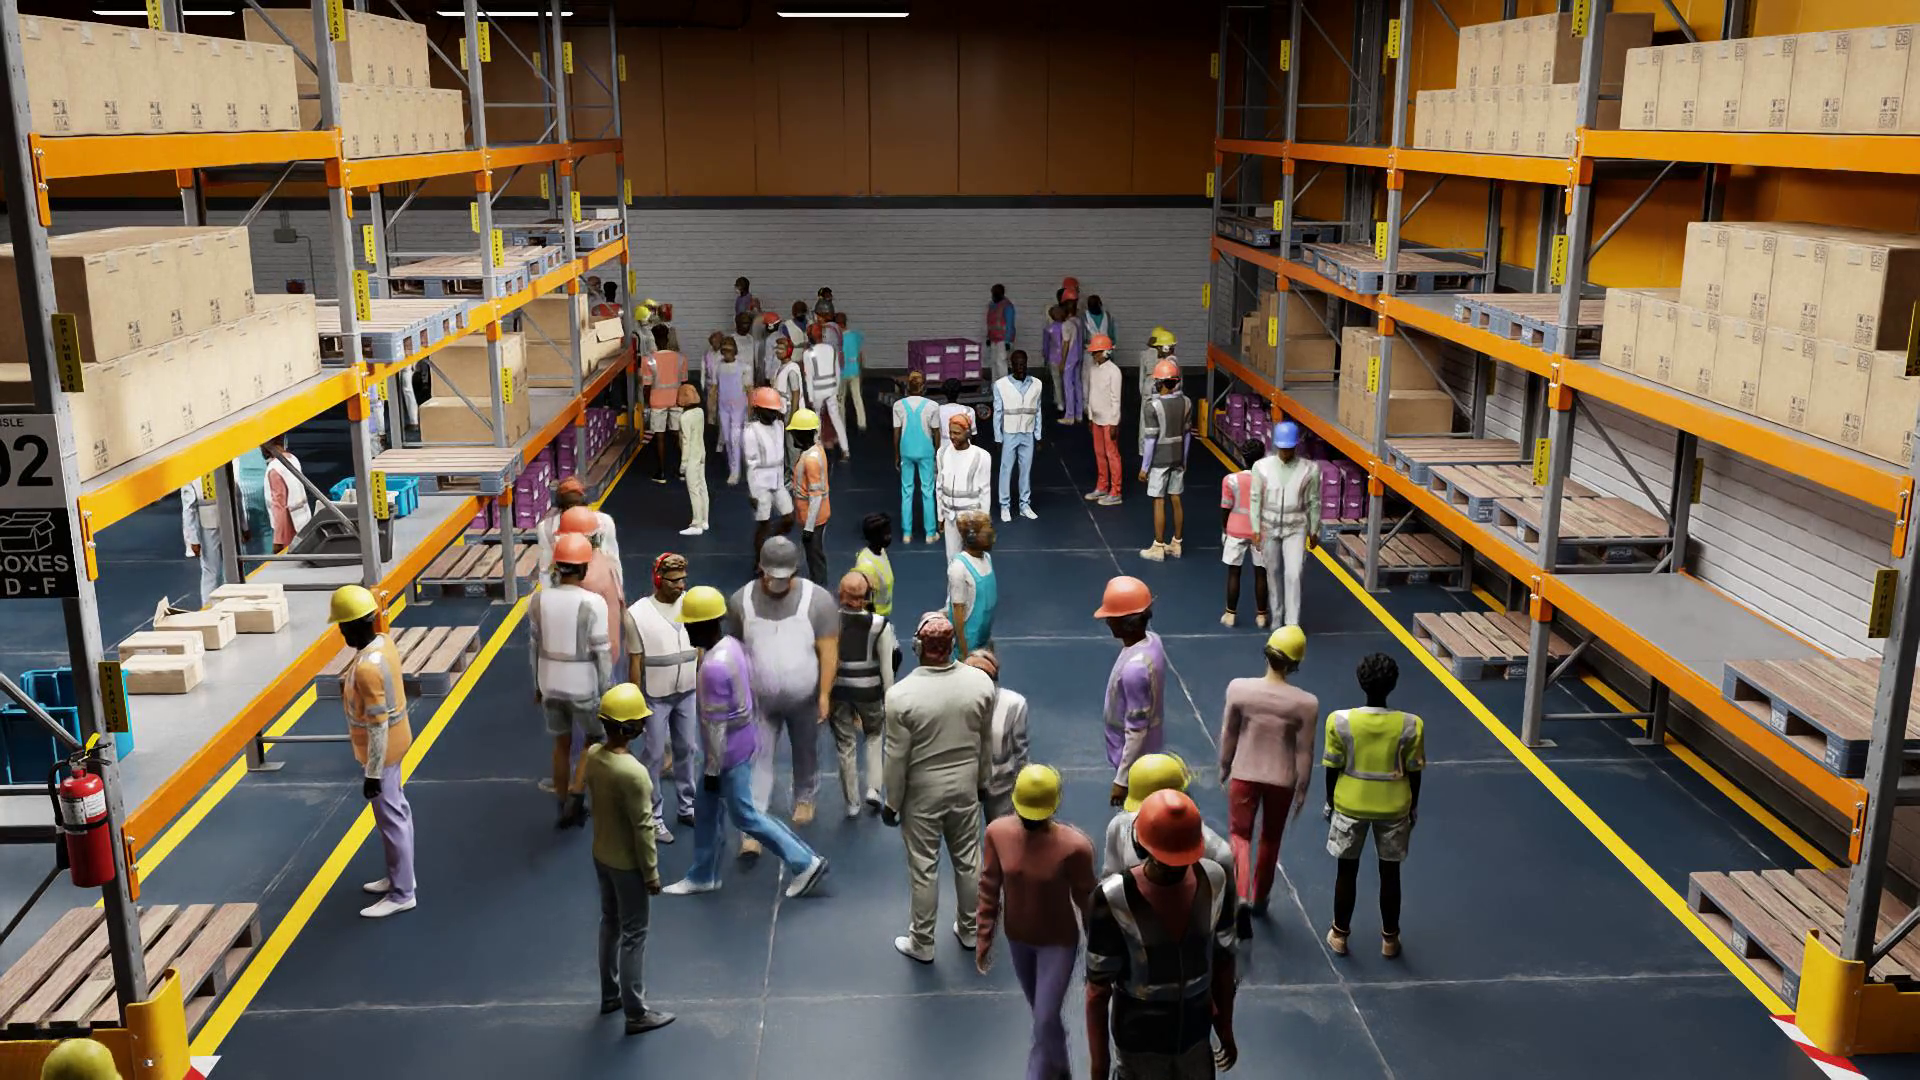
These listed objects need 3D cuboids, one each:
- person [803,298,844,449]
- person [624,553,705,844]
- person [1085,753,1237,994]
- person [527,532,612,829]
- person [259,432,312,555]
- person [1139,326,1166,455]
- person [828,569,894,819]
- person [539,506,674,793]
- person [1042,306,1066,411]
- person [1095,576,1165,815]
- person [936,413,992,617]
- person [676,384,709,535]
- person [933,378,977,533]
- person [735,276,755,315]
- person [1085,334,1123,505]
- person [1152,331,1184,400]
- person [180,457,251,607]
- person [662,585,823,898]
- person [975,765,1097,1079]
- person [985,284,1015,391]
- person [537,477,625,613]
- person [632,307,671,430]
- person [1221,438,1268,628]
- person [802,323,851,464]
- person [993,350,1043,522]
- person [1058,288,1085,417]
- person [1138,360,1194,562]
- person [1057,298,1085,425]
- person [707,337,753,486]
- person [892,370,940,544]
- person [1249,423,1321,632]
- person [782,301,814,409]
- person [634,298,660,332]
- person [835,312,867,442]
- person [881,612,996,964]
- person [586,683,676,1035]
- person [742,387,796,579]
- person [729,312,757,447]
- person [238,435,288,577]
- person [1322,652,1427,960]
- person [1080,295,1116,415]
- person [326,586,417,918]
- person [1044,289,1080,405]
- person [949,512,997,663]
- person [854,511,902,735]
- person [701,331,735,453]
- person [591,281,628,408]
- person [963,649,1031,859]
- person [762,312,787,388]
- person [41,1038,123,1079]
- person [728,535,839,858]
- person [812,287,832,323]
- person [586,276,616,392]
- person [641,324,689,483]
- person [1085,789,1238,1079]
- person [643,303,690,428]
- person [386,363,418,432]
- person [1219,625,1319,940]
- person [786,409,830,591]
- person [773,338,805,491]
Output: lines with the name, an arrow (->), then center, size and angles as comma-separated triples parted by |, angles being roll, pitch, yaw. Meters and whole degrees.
person -> -1.862, -2.266, 22.613 | 0.537, 2.000, 0.679 | 3, 15, 12
person -> -1.815, 0.963, 10.354 | 0.560, 1.836, 0.394 | -14, 20, -43
person -> 0.903, 1.768, 7.156 | 0.585, 1.874, 0.964 | 11, 18, 37
person -> -2.433, 0.904, 10.421 | 0.587, 1.914, 0.520 | 4, 15, 15
person -> -5.761, -0.079, 14.301 | 0.388, 1.909, 0.605 | -2, 14, -9
person -> 2.603, -1.962, 22.042 | 0.488, 1.731, 0.325 | 10, 18, 35
person -> -0.671, 0.985, 10.689 | 0.509, 1.621, 0.418 | 1, 14, 3
person -> -2.352, 0.716, 11.061 | 0.928, 1.956, 0.624 | -2, 14, -6
person -> 1.528, -2.775, 25.449 | 0.561, 1.614, 0.368 | -3, 15, -11
person -> 0.917, 1.180, 9.090 | 0.389, 2.039, 0.605 | 3, 15, 12
person -> 0.022, -0.206, 14.858 | 0.566, 1.879, 0.355 | 10, 17, 33
person -> -2.895, -0.870, 17.945 | 0.283, 1.634, 0.498 | 3, 15, 13
person -> -0.076, -0.910, 17.977 | 0.532, 1.698, 0.319 | 1, 14, 4
person -> -3.444, -3.279, 26.820 | 0.364, 1.932, 0.631 | -6, 16, -23
person -> 1.656, -1.404, 19.353 | 0.420, 1.984, 0.618 | -6, 16, -23
person -> 2.606, -1.704, 20.873 | 0.404, 1.818, 0.597 | 3, 15, 13
person -> -6.421, -0.092, 14.357 | 0.410, 1.908, 0.598 | 7, 16, 26
person -> -1.256, 1.165, 9.471 | 0.869, 1.897, 0.585 | -2, 14, -9
person -> 0.331, 1.788, 7.355 | 0.522, 1.714, 0.831 | 8, 17, 30
person -> 0.649, -3.240, 26.900 | 0.439, 1.822, 0.666 | -7, 16, -26
person -> -2.826, 0.417, 12.440 | 0.603, 1.858, 0.518 | -2, 14, -8
person -> -4.500, -2.480, 23.967 | 0.833, 1.772, 0.672 | 11, 18, 37
person -> 2.552, -0.057, 14.643 | 0.531, 1.691, 0.318 | 1, 14, 4
person -> -1.752, -1.901, 21.612 | 0.587, 1.839, 0.997 | -10, 17, -33
person -> 0.643, -1.174, 18.571 | 0.594, 1.919, 0.387 | -6, 15, -22
person -> 1.666, -2.801, 24.934 | 0.369, 1.931, 0.544 | 5, 15, 18
person -> 2.065, -0.802, 16.859 | 0.605, 2.045, 0.378 | -10, 17, -34
person -> 1.629, -2.610, 24.357 | 0.325, 1.842, 0.516 | 11, 18, 37
person -> -2.837, -1.560, 20.266 | 0.519, 1.823, 0.686 | 4, 15, 16
person -> -0.455, -0.869, 17.520 | 0.505, 1.845, 0.346 | 2, 14, 8
person -> 2.762, -0.057, 14.222 | 0.593, 1.896, 0.947 | 4, 15, 16
person -> -2.359, -2.590, 24.323 | 0.411, 1.827, 0.593 | 13, 19, 42
person -> -4.694, -2.779, 25.233 | 0.562, 1.736, 0.591 | 0, 14, 1
person -> -1.549, -2.276, 23.151 | 0.592, 1.803, 0.902 | -8, 17, -30
person -> -0.129, 1.310, 8.841 | 0.637, 1.911, 0.403 | -7, 16, -26
person -> -1.635, 1.554, 8.189 | 0.333, 1.760, 0.527 | -11, 18, -38
person -> -1.830, -0.525, 16.017 | 0.473, 1.915, 0.579 | 10, 17, 34
person -> -2.972, -2.192, 22.741 | 0.342, 1.840, 0.507 | 12, 18, 39
person -> -6.701, -0.448, 15.783 | 0.694, 1.887, 0.540 | -8, 16, -28
person -> 2.186, 1.417, 8.840 | 0.535, 1.698, 0.318 | 2, 14, 9
person -> 2.058, -2.819, 25.250 | 0.653, 1.811, 0.544 | -3, 15, -13
person -> -3.284, 1.180, 9.336 | 0.392, 1.916, 0.588 | -3, 15, -11
person -> 1.625, -2.945, 25.654 | 0.617, 1.847, 1.055 | -4, 15, -17
person -> 0.111, 0.710, 11.374 | 0.368, 1.843, 0.525 | 6, 16, 23
person -> -0.562, 0.608, 12.047 | 0.579, 1.674, 0.552 | 2, 14, 8
person -> -3.247, -2.032, 22.544 | 0.525, 1.614, 0.679 | 4, 15, 17
person -> -5.367, -3.015, 25.709 | 0.607, 1.962, 0.367 | -1, 14, -5
person -> 0.120, 1.344, 9.263 | 0.539, 1.619, 0.502 | 0, 14, -1
person -> -2.640, -2.362, 23.588 | 0.349, 1.743, 0.558 | 5, 15, 19
person -> -2.751, 2.334, 5.286 | 0.952, 1.673, 0.493 | 6, 16, 24
person -> -1.085, 0.897, 10.199 | 0.694, 2.000, 1.041 | 0, 14, -1
person -> -2.069, -2.972, 25.726 | 0.328, 1.872, 0.510 | 8, 16, 28
person -> -5.924, -3.352, 27.154 | 0.642, 1.905, 0.399 | 3, 15, 13
person -> -3.630, -1.682, 20.484 | 0.602, 1.958, 0.381 | -8, 16, -28
person -> 0.779, 1.887, 6.349 | 0.615, 2.028, 0.409 | -5, 15, -19
person -> -4.326, -2.547, 24.231 | 1.015, 1.793, 0.569 | -9, 17, -33
person -> -8.031, -2.494, 23.744 | 0.374, 1.930, 0.634 | 11, 18, 37
person -> 1.665, 1.327, 9.105 | 0.539, 1.734, 0.686 | 4, 15, 14
person -> -1.337, -0.210, 14.767 | 0.372, 1.928, 0.584 | -1, 14, -5
person -> -2.071, -1.524, 20.080 | 0.379, 1.849, 0.570 | -6, 15, -21
